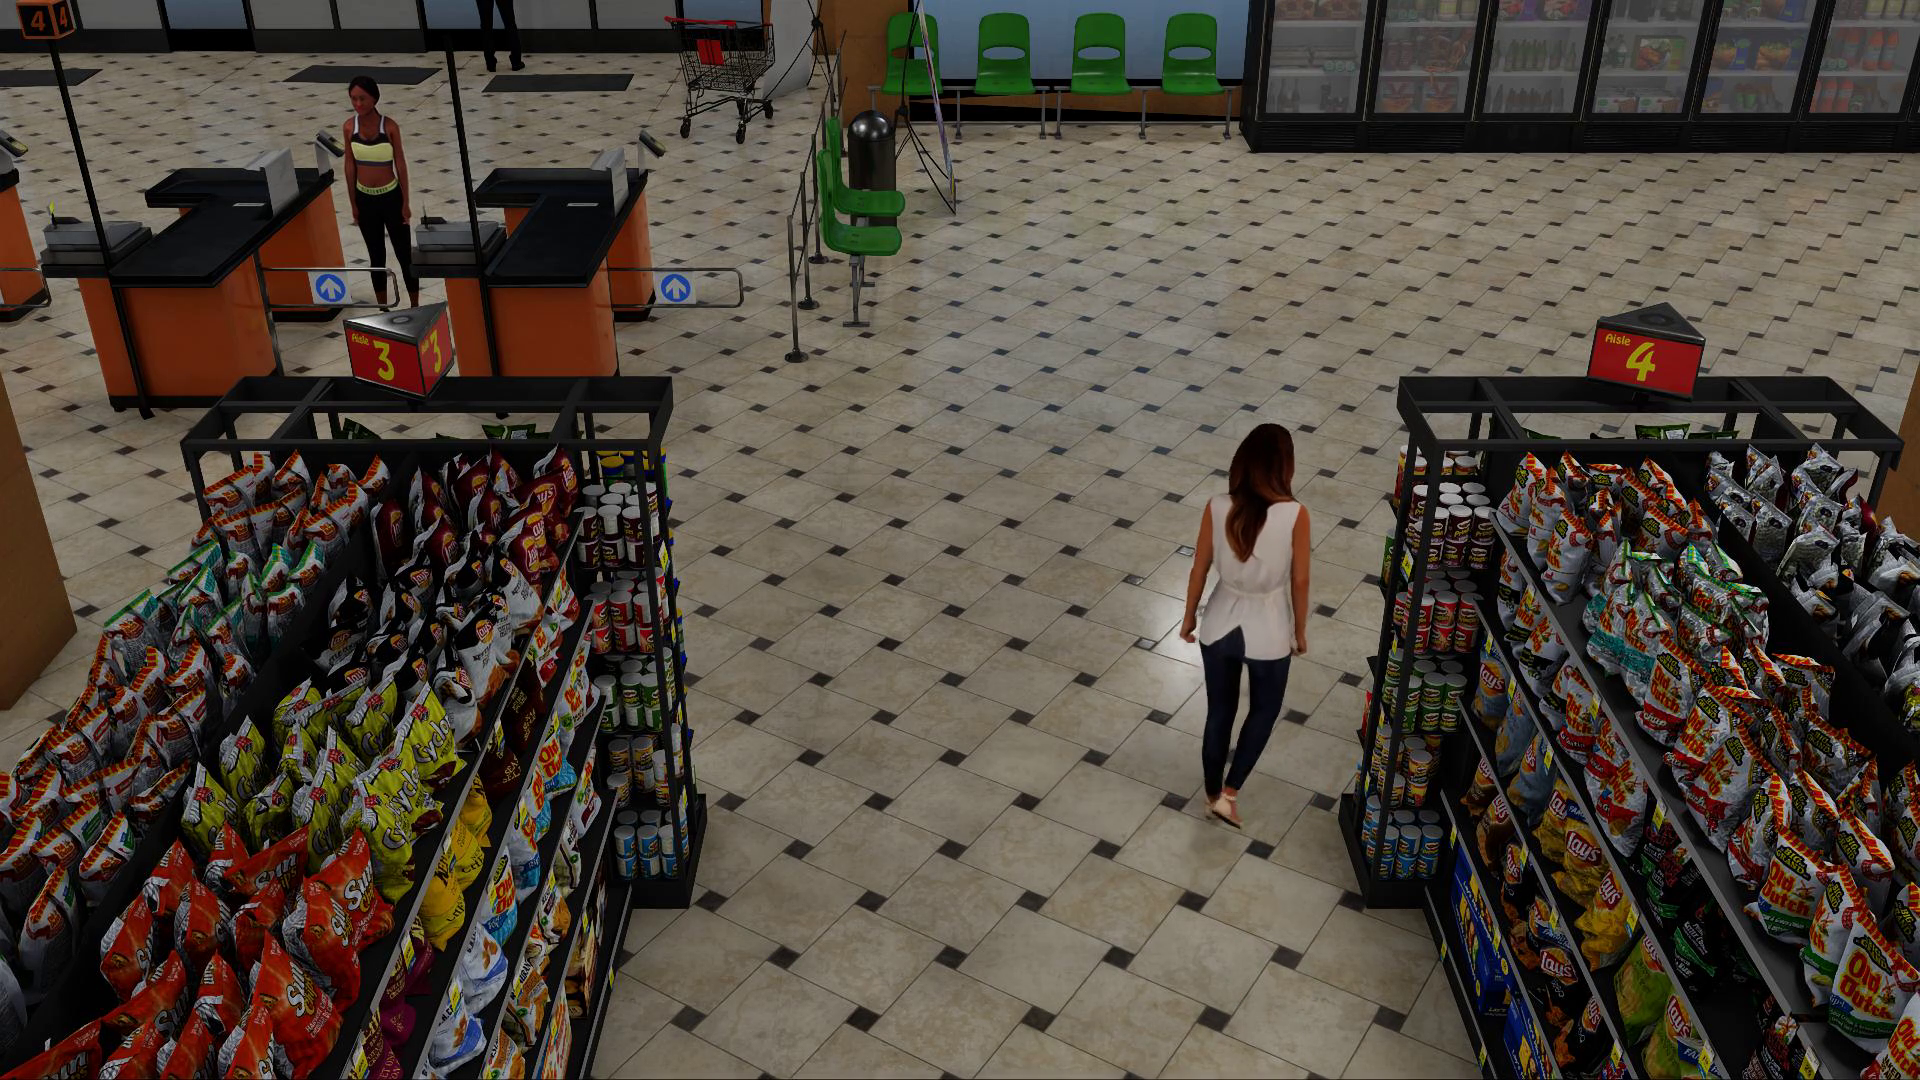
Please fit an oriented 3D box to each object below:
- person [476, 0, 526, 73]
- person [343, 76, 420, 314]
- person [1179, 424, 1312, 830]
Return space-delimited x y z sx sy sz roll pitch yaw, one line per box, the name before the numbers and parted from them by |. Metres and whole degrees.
person | -5.163 -6.129 18.354 0.761 1.840 0.656 -6 29 -10
person | -3.981 -2.314 11.455 0.571 1.755 0.535 -3 29 -5
person | 1.105 0.412 6.443 0.795 1.773 0.852 9 30 16
